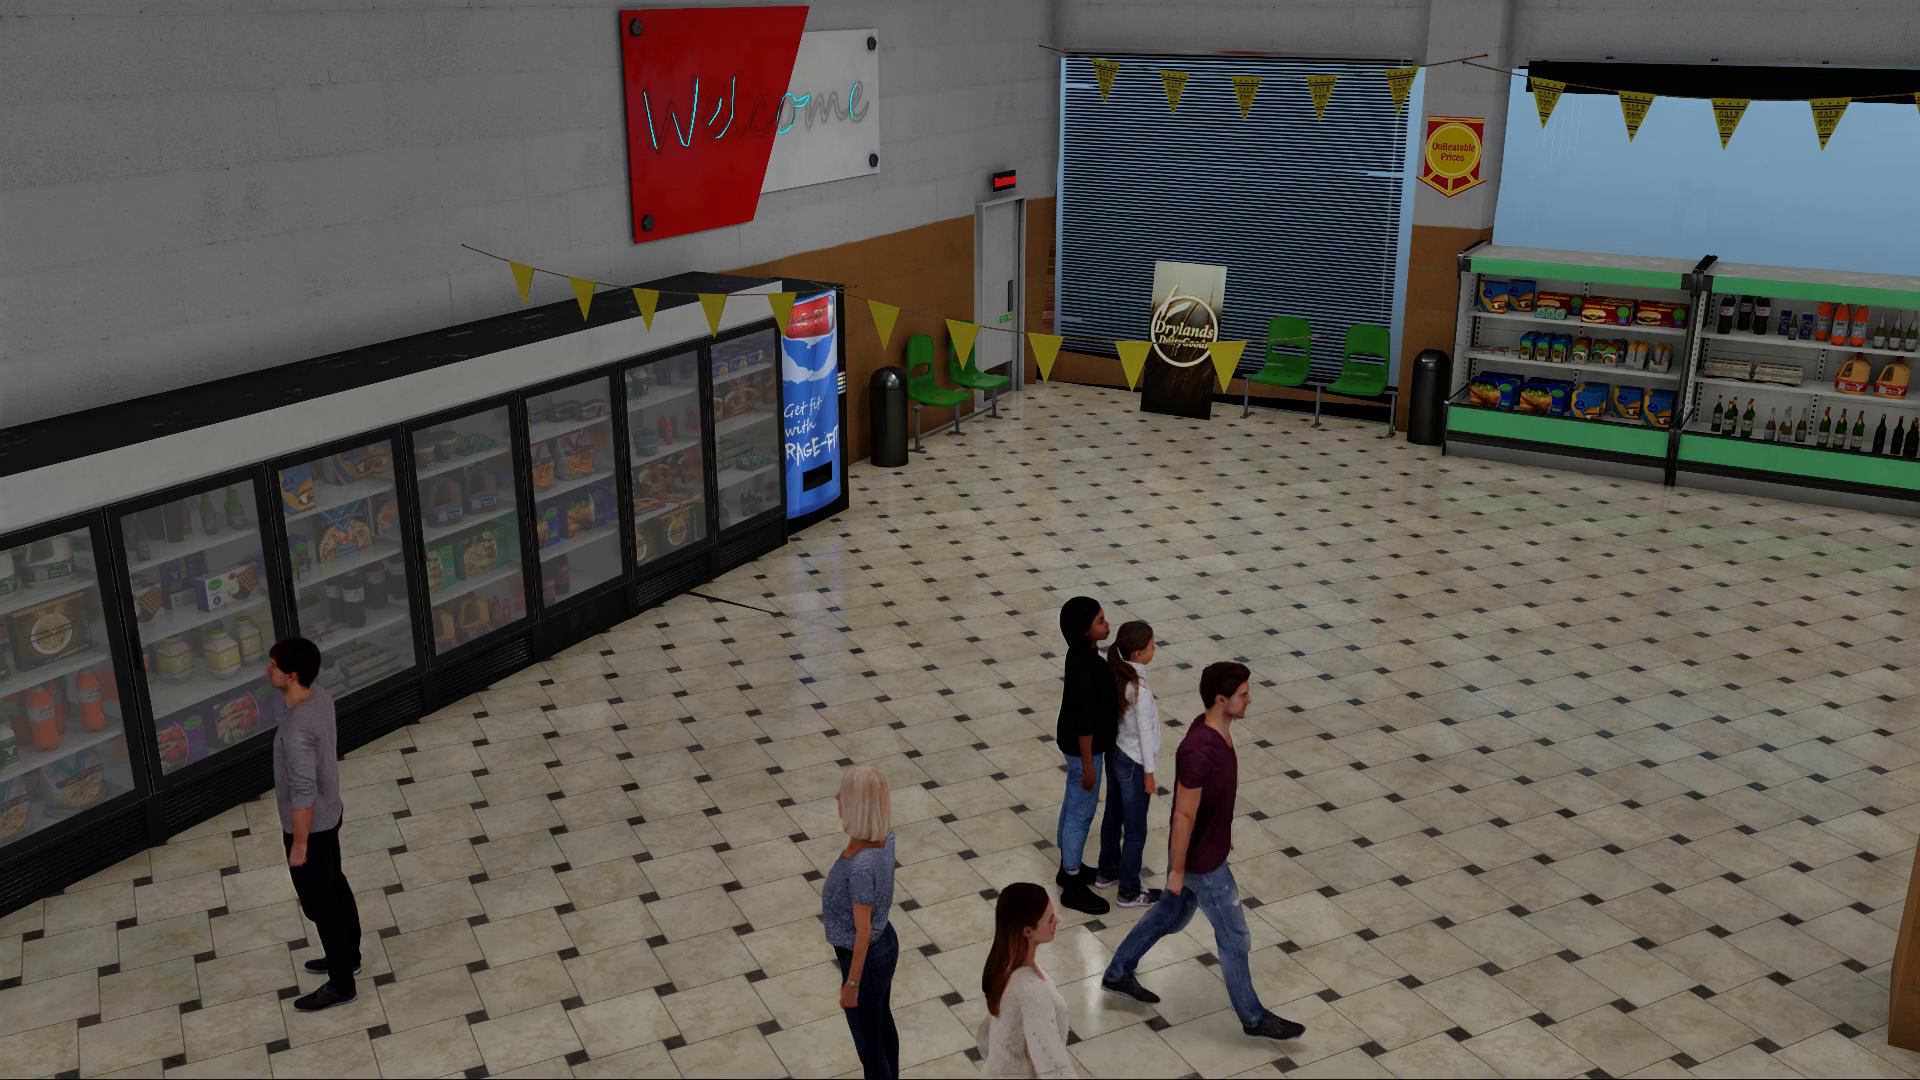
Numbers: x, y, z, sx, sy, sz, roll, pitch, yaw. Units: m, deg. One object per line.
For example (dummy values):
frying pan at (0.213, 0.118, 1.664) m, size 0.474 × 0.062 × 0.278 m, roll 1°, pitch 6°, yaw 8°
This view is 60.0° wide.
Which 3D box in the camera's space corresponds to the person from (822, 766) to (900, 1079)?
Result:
person at (-0.373, 1.706, 6.823) m, size 0.629 × 1.722 × 0.649 m, roll 3°, pitch 19°, yaw 8°

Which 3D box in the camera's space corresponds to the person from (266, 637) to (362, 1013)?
person at (-3.034, 1.309, 7.812) m, size 0.775 × 1.841 × 0.731 m, roll -4°, pitch 19°, yaw -11°

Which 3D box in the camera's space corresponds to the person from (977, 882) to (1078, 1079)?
person at (0.116, 2.033, 5.982) m, size 1.198 × 1.640 × 1.049 m, roll -2°, pitch 19°, yaw -5°

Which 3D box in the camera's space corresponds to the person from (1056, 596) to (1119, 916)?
person at (0.635, 1.097, 8.661) m, size 0.677 × 1.702 × 0.657 m, roll 0°, pitch 19°, yaw 1°

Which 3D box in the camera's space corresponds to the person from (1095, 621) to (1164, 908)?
person at (0.880, 1.154, 8.717) m, size 0.682 × 1.558 × 0.601 m, roll -8°, pitch 20°, yaw -23°

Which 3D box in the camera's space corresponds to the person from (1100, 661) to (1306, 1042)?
person at (1.007, 1.411, 7.577) m, size 1.271 × 1.798 × 0.901 m, roll 5°, pitch 19°, yaw 14°
